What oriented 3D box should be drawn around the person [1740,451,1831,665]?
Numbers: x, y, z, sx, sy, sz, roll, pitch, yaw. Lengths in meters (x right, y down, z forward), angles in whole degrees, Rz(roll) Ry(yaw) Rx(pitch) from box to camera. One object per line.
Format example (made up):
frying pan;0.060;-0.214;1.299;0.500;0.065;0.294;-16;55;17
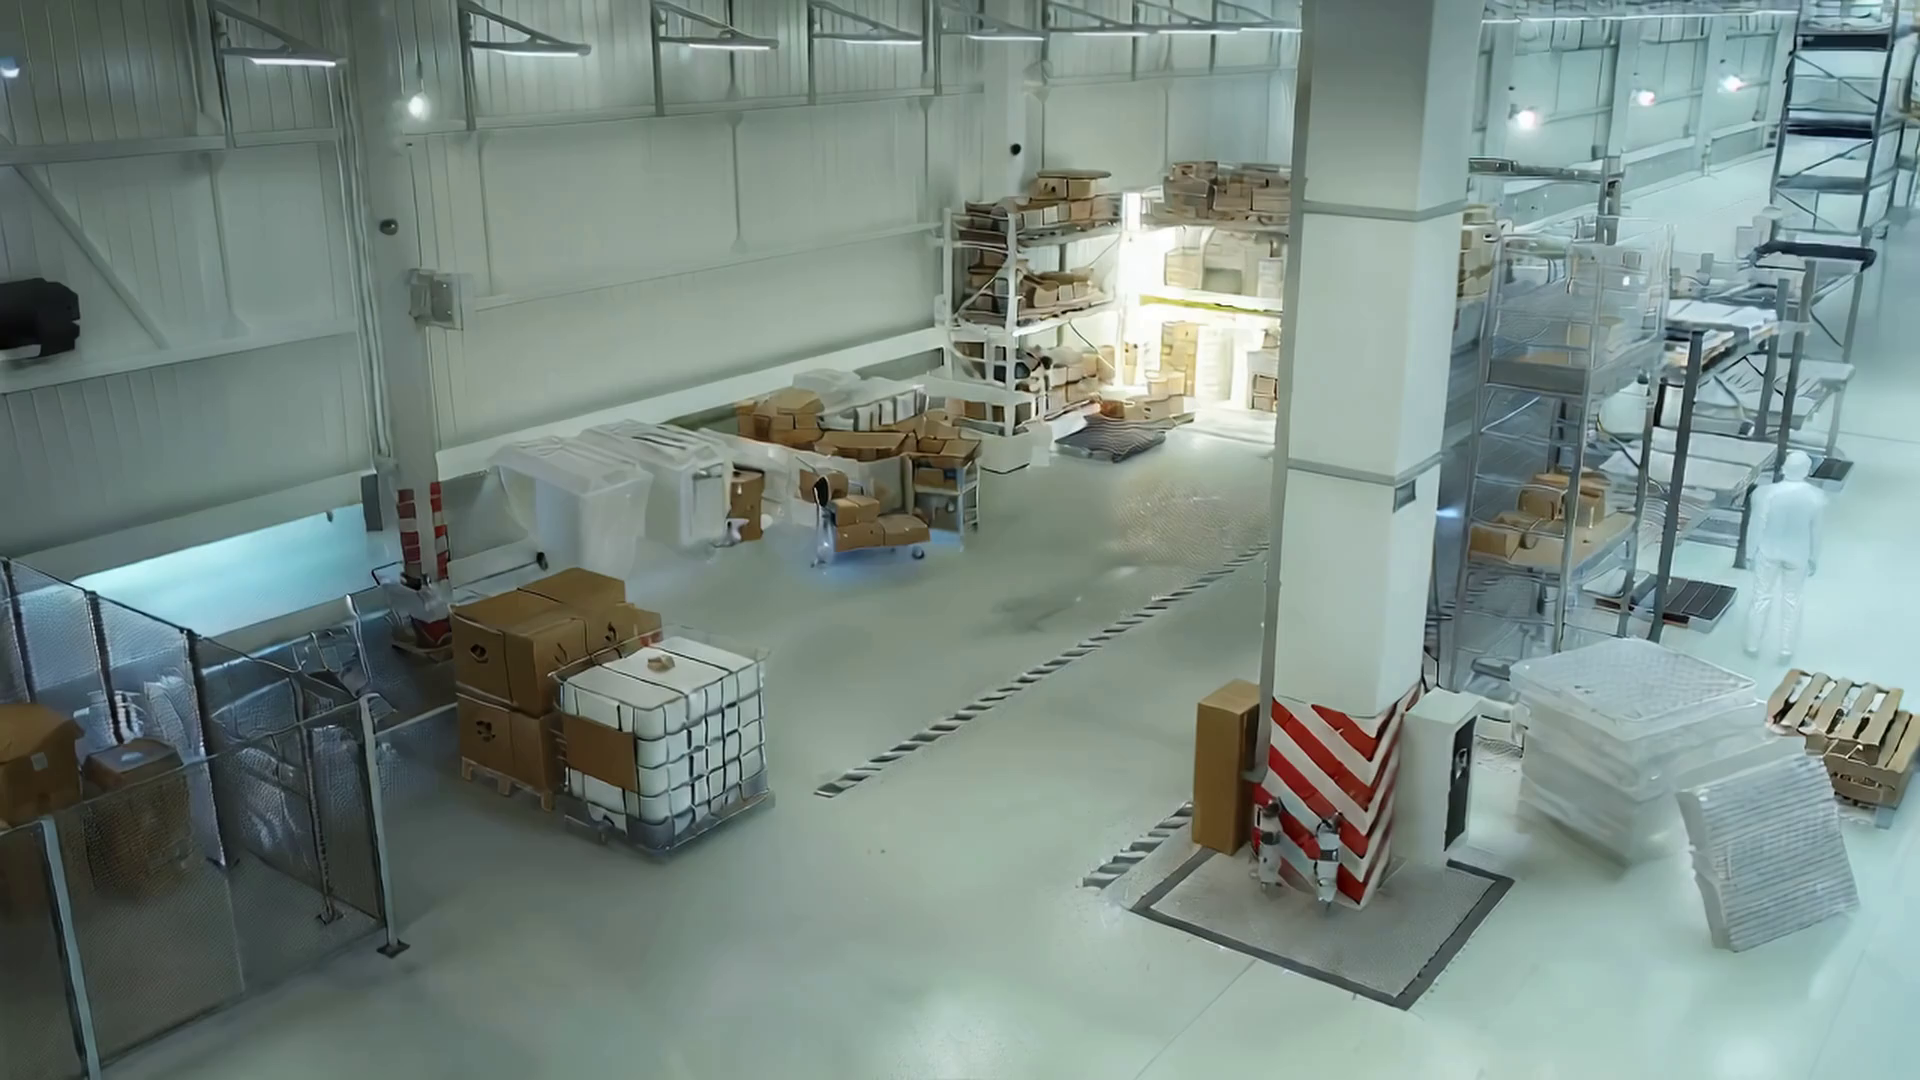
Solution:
person;7.234;0.154;14.638;0.631;1.940;0.372;6;19;19
